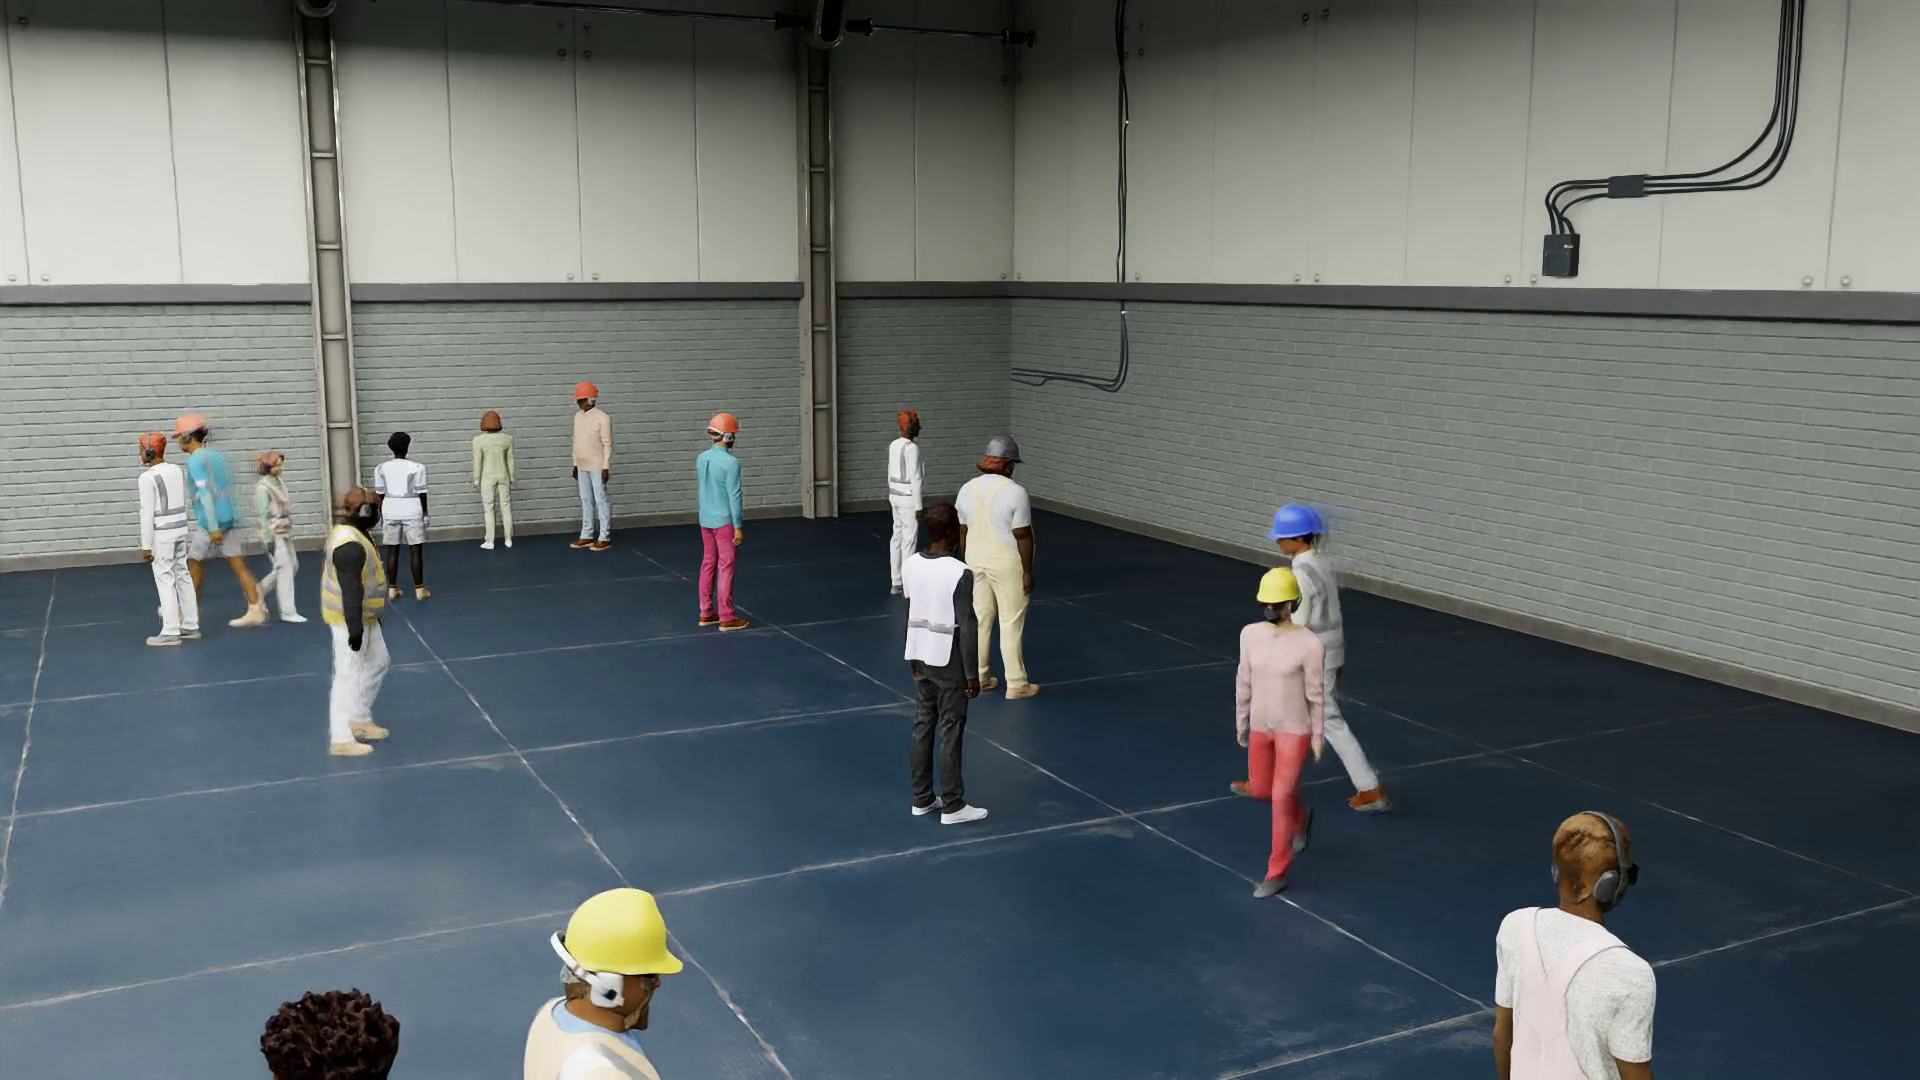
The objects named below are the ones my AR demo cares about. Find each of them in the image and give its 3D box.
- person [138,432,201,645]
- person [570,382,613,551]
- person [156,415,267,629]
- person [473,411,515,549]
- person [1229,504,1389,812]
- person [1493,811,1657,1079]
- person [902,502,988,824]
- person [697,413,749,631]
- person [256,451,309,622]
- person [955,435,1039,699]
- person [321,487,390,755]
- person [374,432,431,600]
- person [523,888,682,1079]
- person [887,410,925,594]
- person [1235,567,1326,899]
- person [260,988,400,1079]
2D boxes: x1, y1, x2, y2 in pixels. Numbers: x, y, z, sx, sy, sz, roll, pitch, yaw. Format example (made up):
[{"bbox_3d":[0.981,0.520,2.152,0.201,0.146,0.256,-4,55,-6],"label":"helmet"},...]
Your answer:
[{"bbox_3d":[-6.985,-0.013,14.629,0.346,1.876,0.577,1,9,9],"label":"person"},{"bbox_3d":[-4.341,-0.866,19.531,0.608,1.987,0.391,7,11,36],"label":"person"},{"bbox_3d":[-6.899,-0.156,15.224,1.061,1.957,0.617,0,9,0],"label":"person"},{"bbox_3d":[-5.502,-0.711,19.650,0.507,1.636,0.274,-7,11,-36],"label":"person"},{"bbox_3d":[2.170,0.722,10.088,0.972,1.890,0.615,4,10,22],"label":"person"},{"bbox_3d":[1.680,1.638,4.548,0.346,1.844,0.507,-5,11,-31],"label":"person"},{"bbox_3d":[-0.115,0.729,9.905,0.392,1.922,0.591,-9,13,-43],"label":"person"},{"bbox_3d":[-2.176,-0.170,15.266,0.415,1.985,0.611,-9,13,-43],"label":"person"},{"bbox_3d":[-6.388,-0.029,15.487,0.539,1.621,0.537,-1,9,-3],"label":"person"},{"bbox_3d":[0.330,0.191,12.851,0.674,2.000,0.535,7,12,39],"label":"person"},{"bbox_3d":[-4.142,0.545,11.394,0.445,1.818,0.644,-2,10,-15],"label":"person"},{"bbox_3d":[-5.545,-0.234,16.559,0.536,1.693,0.320,1,9,5],"label":"person"},{"bbox_3d":[-0.836,1.731,4.038,0.403,1.822,0.589,-5,10,-26],"label":"person"},{"bbox_3d":[-0.529,-0.364,16.756,0.355,1.883,0.572,-5,10,-27],"label":"person"},{"bbox_3d":[1.746,0.986,8.885,0.530,1.748,0.683,9,13,43],"label":"person"},{"bbox_3d":[-1.122,1.798,3.177,0.363,1.963,0.612,2,9,9],"label":"person"}]
